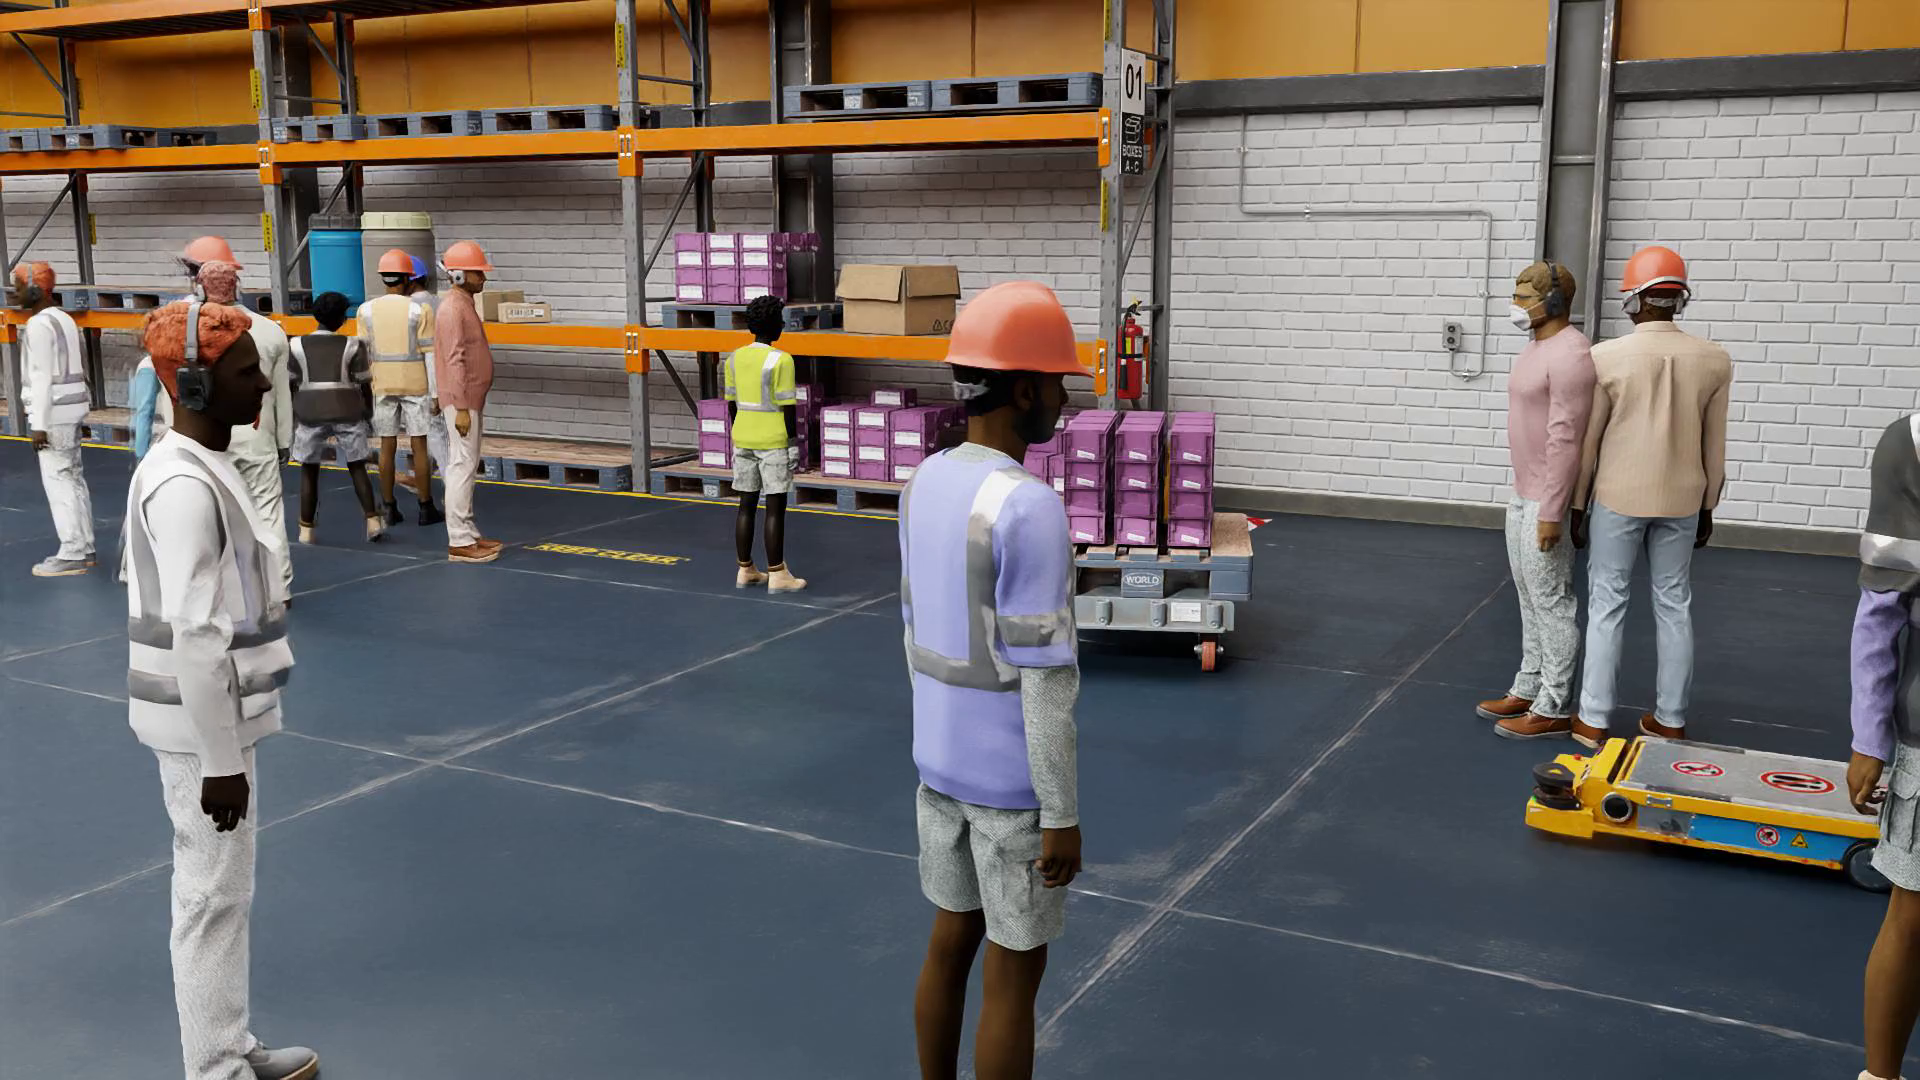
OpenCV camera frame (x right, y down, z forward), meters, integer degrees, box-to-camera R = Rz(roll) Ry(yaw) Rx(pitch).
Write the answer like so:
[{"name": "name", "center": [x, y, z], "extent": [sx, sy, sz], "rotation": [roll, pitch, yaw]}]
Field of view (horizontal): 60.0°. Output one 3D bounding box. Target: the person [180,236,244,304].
[{"name": "person", "center": [-4.469, -0.803, 10.032], "extent": [0.455, 2.031, 0.669], "rotation": [-2, 11, -12]}]

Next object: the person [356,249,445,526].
[{"name": "person", "center": [-3.921, -1.063, 11.689], "extent": [0.551, 1.932, 0.377], "rotation": [0, 10, -1]}]

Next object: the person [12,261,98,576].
[{"name": "person", "center": [-5.443, -0.727, 10.015], "extent": [0.361, 1.877, 0.589], "rotation": [-2, 11, -13]}]

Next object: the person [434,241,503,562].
[{"name": "person", "center": [-3.086, -0.867, 10.449], "extent": [0.396, 1.992, 0.623], "rotation": [-2, 10, -9]}]

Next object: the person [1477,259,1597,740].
[{"name": "person", "center": [2.366, -0.160, 6.745], "extent": [0.372, 1.933, 0.626], "rotation": [1, 10, 5]}]

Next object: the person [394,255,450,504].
[{"name": "person", "center": [-4.099, -1.216, 12.695], "extent": [0.987, 1.888, 0.603], "rotation": [5, 12, 27]}]

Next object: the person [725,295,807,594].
[{"name": "person", "center": [-1.112, -0.546, 9.507], "extent": [0.540, 1.695, 0.317], "rotation": [9, 14, 40]}]

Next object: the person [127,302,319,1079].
[{"name": "person", "center": [-1.657, 0.417, 3.724], "extent": [0.354, 1.881, 0.576], "rotation": [-4, 11, -22]}]

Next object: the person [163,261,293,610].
[{"name": "person", "center": [-3.913, -0.536, 8.921], "extent": [0.641, 1.898, 0.395], "rotation": [-8, 13, -36]}]

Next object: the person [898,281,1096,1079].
[{"name": "person", "center": [0.092, 0.452, 3.384], "extent": [0.366, 1.935, 0.546], "rotation": [-6, 12, -29]}]

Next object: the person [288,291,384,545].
[{"name": "person", "center": [-4.145, -0.785, 10.885], "extent": [0.619, 1.676, 0.457], "rotation": [-3, 11, -17]}]

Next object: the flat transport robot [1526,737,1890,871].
[{"name": "flat transport robot", "center": [2.696, 0.889, 5.554], "extent": [1.431, 0.197, 0.652], "rotation": [6, 12, 28]}]

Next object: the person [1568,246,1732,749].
[{"name": "person", "center": [2.698, -0.156, 6.584], "extent": [0.619, 1.985, 0.406], "rotation": [0, 10, -1]}]

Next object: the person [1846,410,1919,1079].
[{"name": "person", "center": [2.143, 0.399, 3.385], "extent": [0.608, 2.043, 0.374], "rotation": [3, 11, 17]}]
